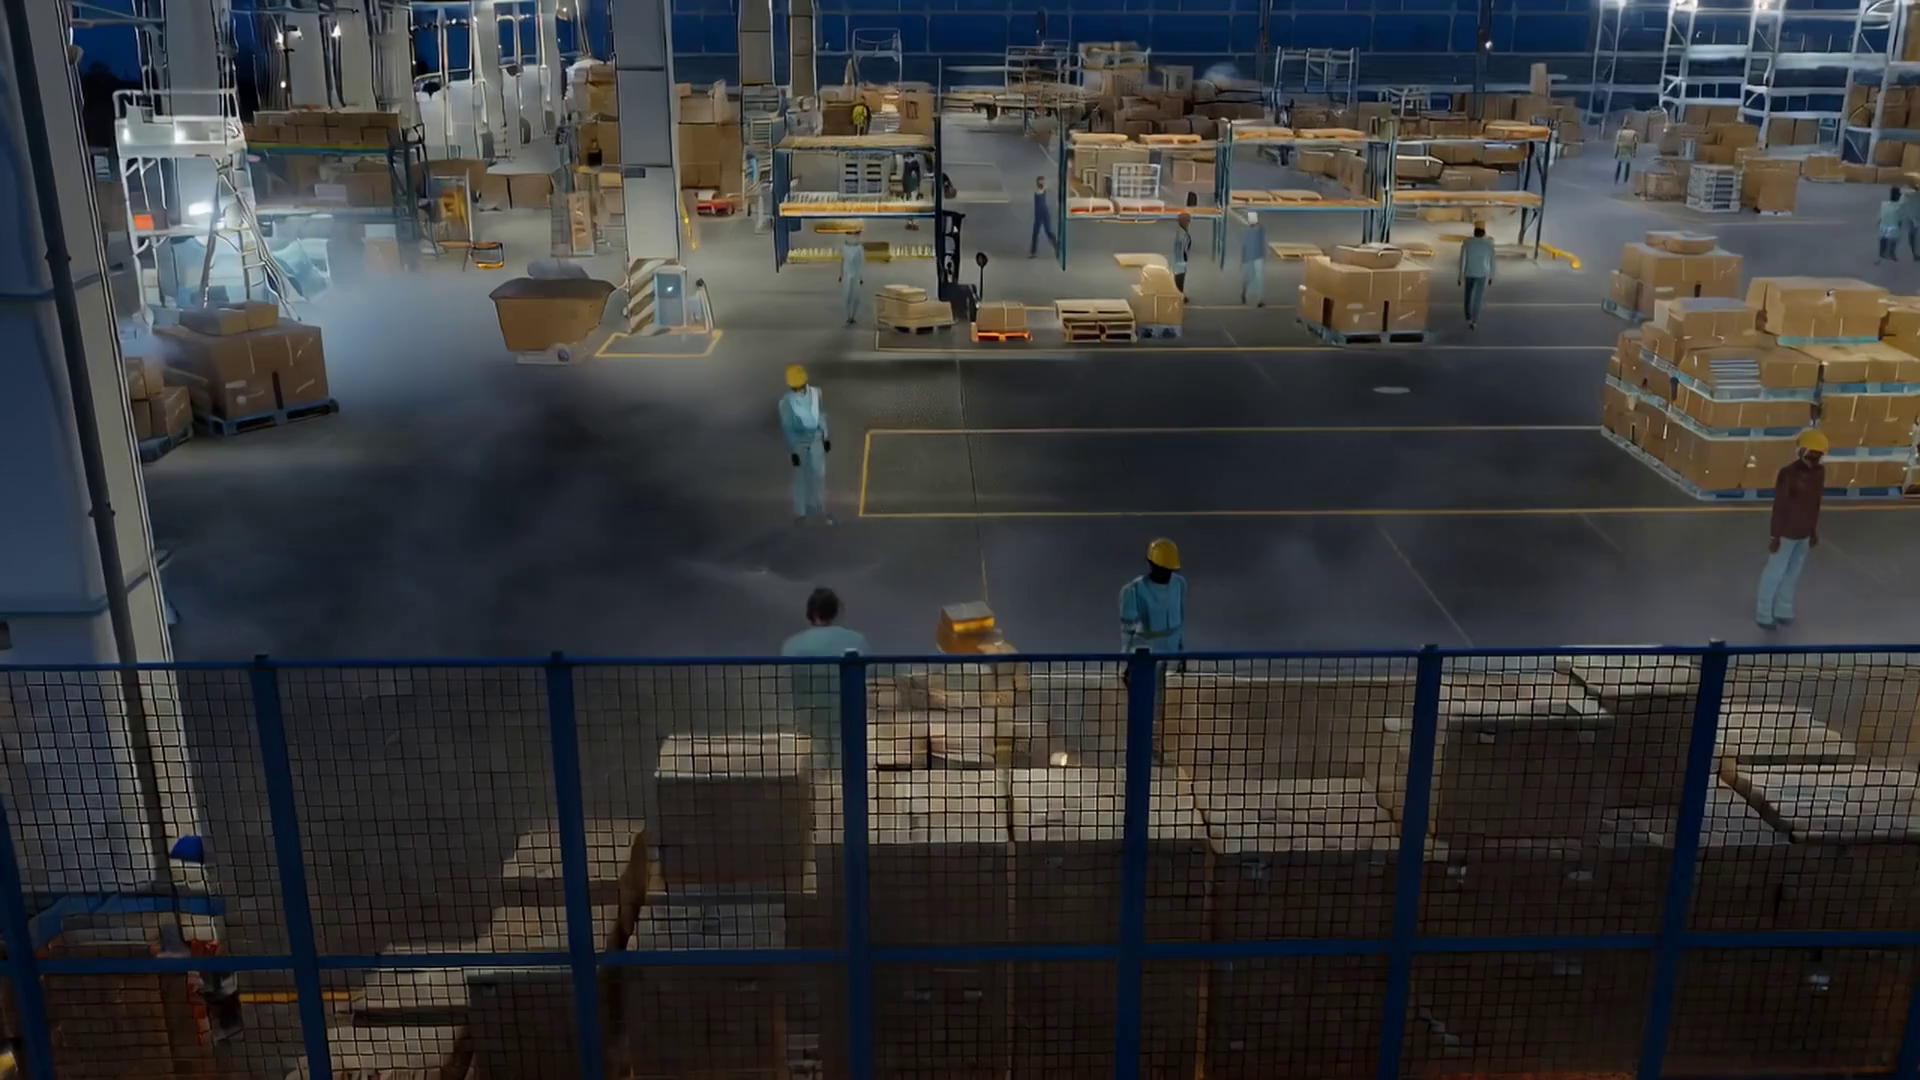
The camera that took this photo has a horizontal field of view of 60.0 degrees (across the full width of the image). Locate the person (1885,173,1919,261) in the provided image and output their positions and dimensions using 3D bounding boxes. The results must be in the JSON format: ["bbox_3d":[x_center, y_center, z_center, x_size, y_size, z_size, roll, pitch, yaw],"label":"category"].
[{"bbox_3d":[20.730,-7.018,36.177,0.587,1.908,0.872,-18,25,-42],"label":"person"}]

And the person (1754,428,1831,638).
[{"bbox_3d":[7.771,-0.080,15.470,0.609,1.996,0.383,-9,21,-25],"label":"person"}]

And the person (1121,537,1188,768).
[{"bbox_3d":[1.494,0.884,12.724,0.586,1.923,0.371,-11,21,-29],"label":"person"}]

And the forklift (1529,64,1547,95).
[{"bbox_3d":[21.941,-16.734,63.513,1.873,2.768,1.129,14,23,36],"label":"forklift"}]

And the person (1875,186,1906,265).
[{"bbox_3d":[20.050,-6.781,35.826,0.566,1.681,0.544,-15,24,-37],"label":"person"}]

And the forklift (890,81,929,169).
[{"bbox_3d":[-1.501,-13.136,52.841,1.129,2.768,1.873,6,20,17],"label":"forklift"}]

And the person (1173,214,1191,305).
[{"bbox_3d":[4.202,-5.316,31.465,0.320,1.697,0.531,-3,19,-10],"label":"person"}]

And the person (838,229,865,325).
[{"bbox_3d":[-1.913,-4.682,29.553,0.549,1.706,0.501,9,20,24],"label":"person"}]

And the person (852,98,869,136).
[{"bbox_3d":[-3.593,-14.942,59.814,0.577,1.843,0.974,5,19,14],"label":"person"}]

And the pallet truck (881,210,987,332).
[{"bbox_3d":[-0.493,-4.759,29.349,1.885,1.965,0.823,-13,23,-34],"label":"pallet truck"}]

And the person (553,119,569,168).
[{"bbox_3d":[-12.932,-12.839,53.939,0.512,1.594,0.864,-4,19,-11],"label":"person"}]

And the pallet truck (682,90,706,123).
[{"bbox_3d":[-9.671,-15.907,62.421,0.823,1.965,1.885,5,19,15],"label":"pallet truck"}]

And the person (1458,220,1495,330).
[{"bbox_3d":[9.076,-4.676,29.276,0.598,1.893,0.947,6,20,18],"label":"person"}]

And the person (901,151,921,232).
[{"bbox_3d":[-1.190,-8.518,40.592,0.372,1.939,0.631,-12,22,-33],"label":"person"}]

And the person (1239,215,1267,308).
[{"bbox_3d":[5.479,-5.219,31.139,0.545,1.718,0.894,-1,19,-4],"label":"person"}]

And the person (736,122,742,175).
[{"bbox_3d":[-6.650,-12.469,52.360,0.664,1.905,0.896,18,25,42],"label":"person"}]

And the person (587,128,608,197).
[{"bbox_3d":[-10.217,-10.654,46.955,0.560,1.918,0.499,3,19,8],"label":"person"}]

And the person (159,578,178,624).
[{"bbox_3d":[-7.851,-0.005,15.412,0.572,1.884,0.972,18,25,42],"label":"person"}]

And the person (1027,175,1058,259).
[{"bbox_3d":[1.858,-7.132,36.672,0.513,1.819,0.903,17,25,40],"label":"person"}]

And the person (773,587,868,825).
[{"bbox_3d":[-0.925,1.284,11.600,0.683,1.895,0.955,-9,21,-25],"label":"person"}]

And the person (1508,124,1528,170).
[{"bbox_3d":[16.071,-11.064,48.192,0.569,1.902,0.808,-2,19,-7],"label":"person"}]

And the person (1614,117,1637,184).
[{"bbox_3d":[19.972,-11.681,49.931,0.607,1.966,0.367,8,20,22],"label":"person"}]

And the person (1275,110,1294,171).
[{"bbox_3d":[10.484,-12.951,53.820,0.595,1.885,0.948,1,19,4],"label":"person"}]

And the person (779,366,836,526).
[{"bbox_3d":[-1.680,-1.031,18.459,0.685,1.892,0.559,-13,23,-35],"label":"person"}]

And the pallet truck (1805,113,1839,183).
[{"bbox_3d":[26.403,-11.957,50.702,0.823,1.965,1.885,6,19,16],"label":"pallet truck"}]

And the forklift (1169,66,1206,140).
[{"bbox_3d":[8.249,-16.284,62.179,1.129,2.768,1.873,-12,22,-32],"label":"forklift"}]
